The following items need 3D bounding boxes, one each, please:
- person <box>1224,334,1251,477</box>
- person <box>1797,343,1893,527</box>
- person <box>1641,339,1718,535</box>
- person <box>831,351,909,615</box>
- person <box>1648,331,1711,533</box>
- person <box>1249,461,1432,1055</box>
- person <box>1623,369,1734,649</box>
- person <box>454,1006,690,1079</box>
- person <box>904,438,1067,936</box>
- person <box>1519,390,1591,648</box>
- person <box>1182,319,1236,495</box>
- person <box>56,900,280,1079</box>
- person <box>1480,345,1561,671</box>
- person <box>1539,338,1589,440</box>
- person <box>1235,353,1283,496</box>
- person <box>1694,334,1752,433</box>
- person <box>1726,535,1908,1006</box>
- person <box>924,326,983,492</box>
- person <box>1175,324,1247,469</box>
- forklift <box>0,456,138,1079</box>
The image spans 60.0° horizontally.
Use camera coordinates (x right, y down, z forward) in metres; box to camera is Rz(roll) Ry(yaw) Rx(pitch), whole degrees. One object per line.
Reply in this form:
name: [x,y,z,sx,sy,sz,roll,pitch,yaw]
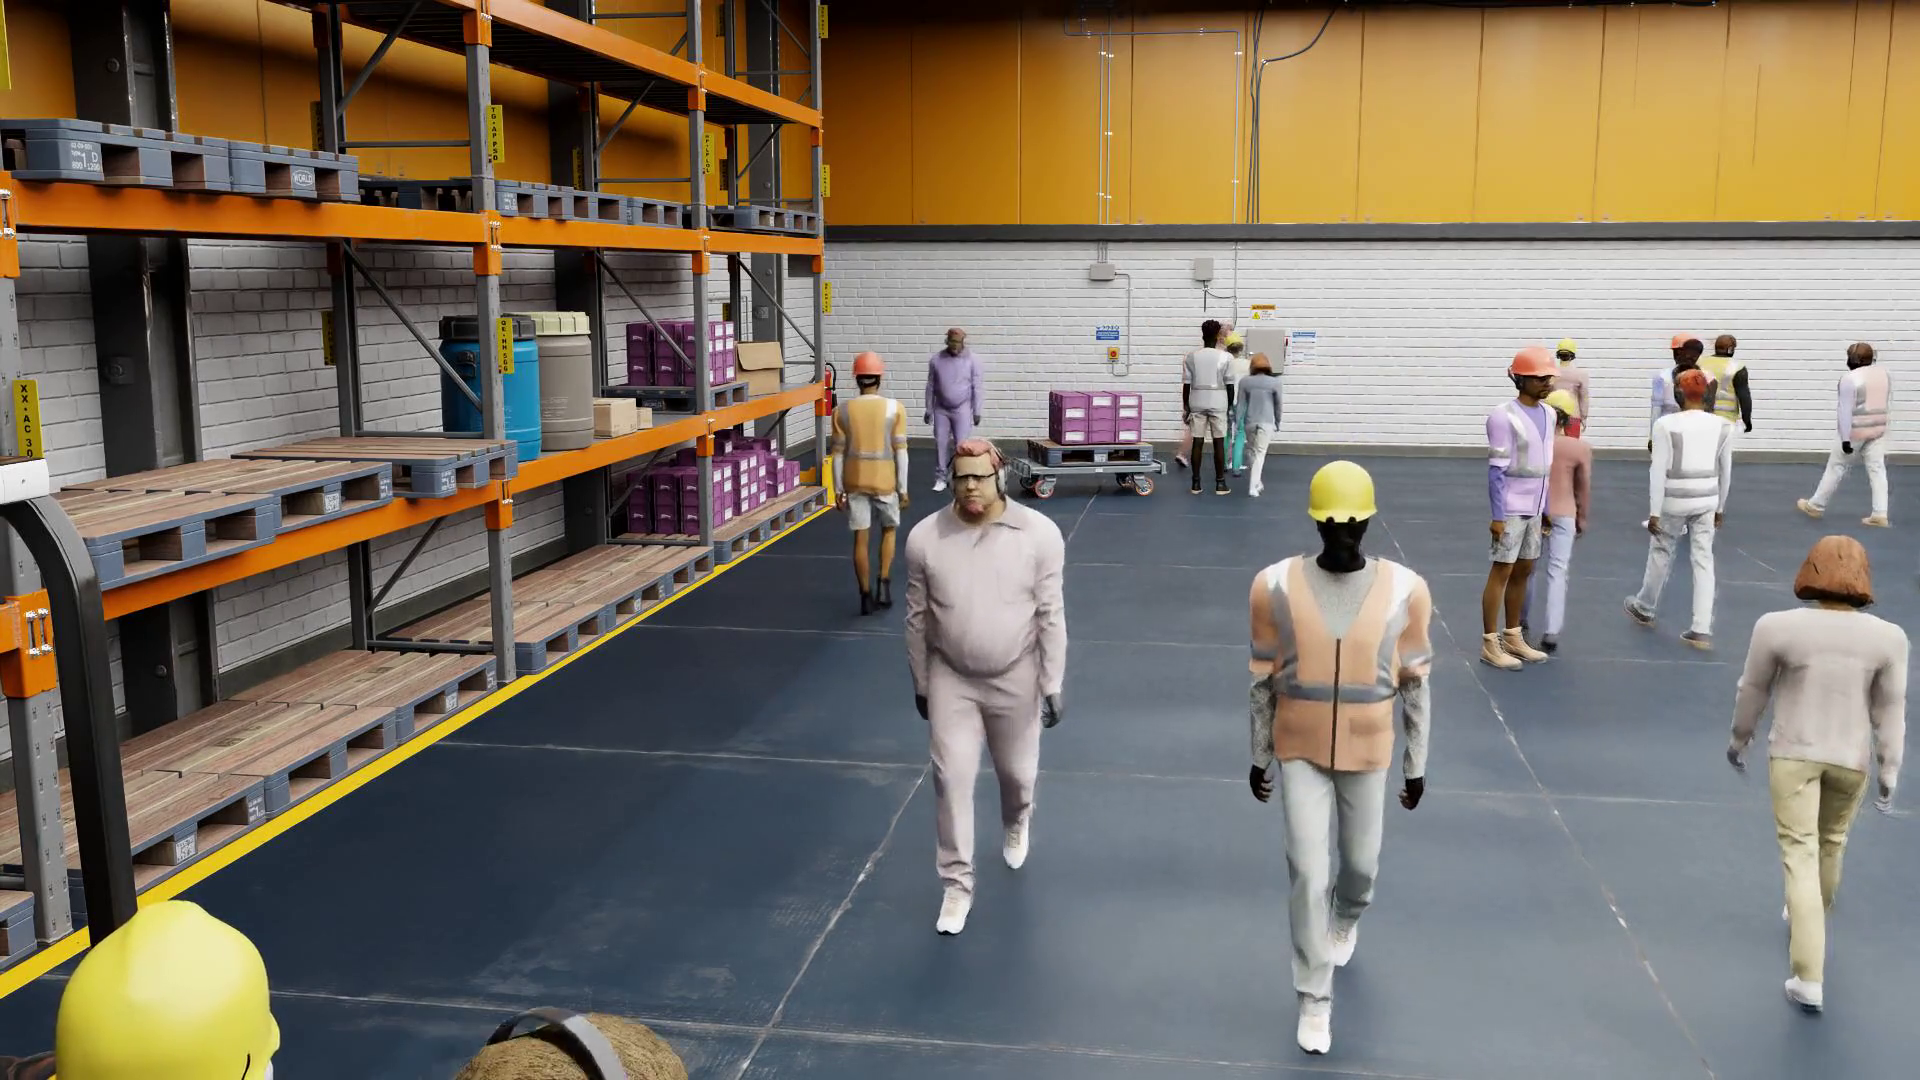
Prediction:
person: [3.371,-1.653,20.436,0.528,1.732,0.821,2,9,12]
person: [8.879,-1.056,16.528,0.646,1.792,0.960,-3,10,-17]
person: [6.861,-0.974,15.762,0.451,1.875,0.629,-6,11,-34]
person: [-0.654,-0.418,12.179,0.569,1.924,0.496,0,9,2]
person: [6.867,-1.027,15.909,0.551,1.932,0.378,2,9,9]
person: [1.264,0.665,5.588,0.591,1.904,0.817,2,9,11]
person: [4.906,-0.238,11.321,0.610,1.835,0.961,-1,9,-3]
person: [-0.310,1.322,1.539,0.646,1.887,1.039,8,12,41]
person: [0.101,0.518,6.565,0.642,1.875,0.870,1,9,5]
person: [3.979,-0.158,11.252,0.527,1.709,0.947,2,9,14]
person: [2.789,-1.488,18.652,0.607,1.966,0.373,4,10,22]
person: [-0.834,1.297,1.884,0.588,1.835,0.403,-4,10,-22]
person: [3.566,-0.206,10.511,0.609,2.044,0.393,-7,12,-37]
person: [6.635,-1.330,18.301,0.522,1.768,0.311,4,10,21]
person: [3.332,-1.292,18.600,0.490,1.591,0.788,4,10,24]
person: [8.311,-1.324,18.106,0.798,1.813,0.642,-6,11,-31]
person: [3.020,0.776,5.861,0.506,1.584,0.853,2,9,10]
person: [-0.062,-1.497,18.971,0.674,1.882,0.568,3,10,18]
person: [3.155,-1.795,20.945,0.860,1.864,0.725,-1,9,-5]
forklift: [-2.328,0.975,2.765,2.313,2.155,1.214,1,9,9]
